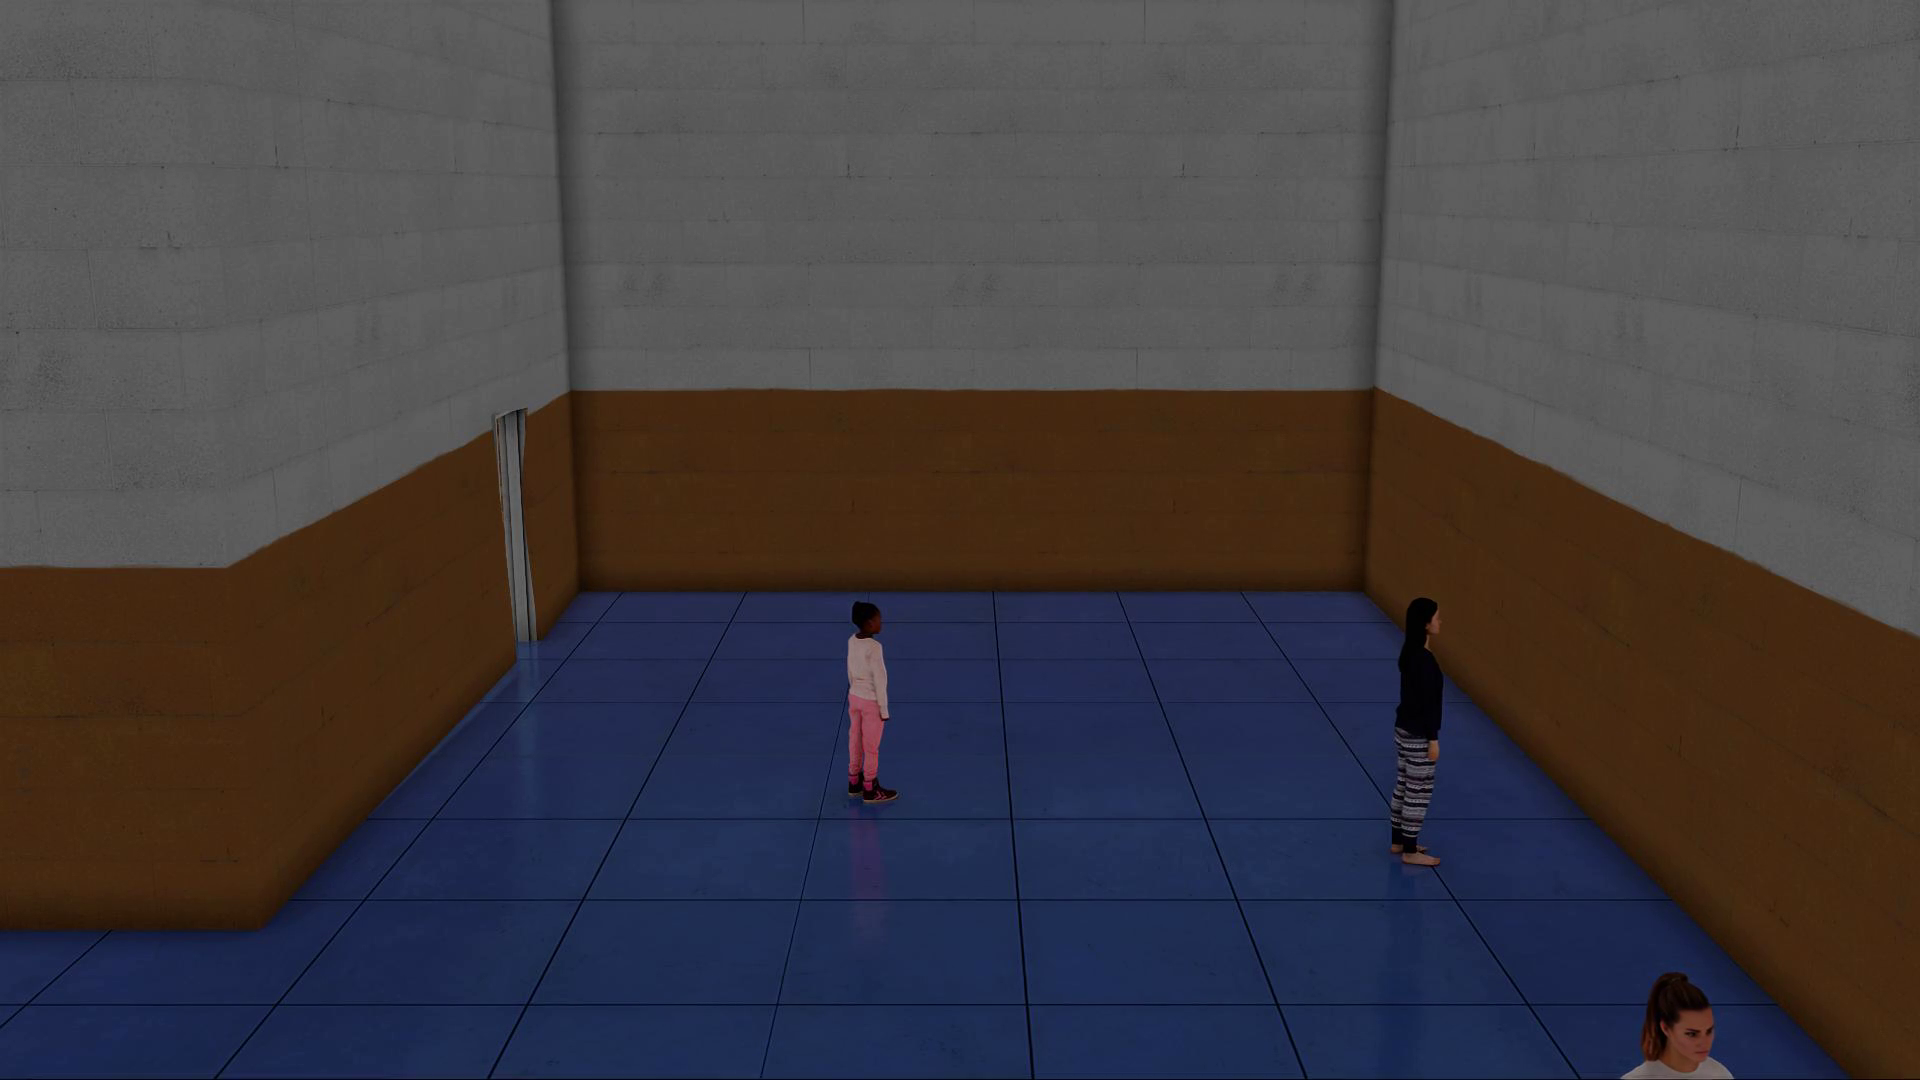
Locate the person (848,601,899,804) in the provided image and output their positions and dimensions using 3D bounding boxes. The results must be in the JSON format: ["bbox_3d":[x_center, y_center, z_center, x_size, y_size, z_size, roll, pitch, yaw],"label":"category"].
[{"bbox_3d":[-0.658,1.122,11.756,0.656,1.444,0.624,-9,15,-36],"label":"person"}]

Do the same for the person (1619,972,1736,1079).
[{"bbox_3d":[2.363,2.282,5.579,0.572,1.720,0.728,-4,12,-17],"label":"person"}]

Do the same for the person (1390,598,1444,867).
[{"bbox_3d":[2.920,1.210,10.636,0.537,1.735,0.618,-1,12,-5],"label":"person"}]
